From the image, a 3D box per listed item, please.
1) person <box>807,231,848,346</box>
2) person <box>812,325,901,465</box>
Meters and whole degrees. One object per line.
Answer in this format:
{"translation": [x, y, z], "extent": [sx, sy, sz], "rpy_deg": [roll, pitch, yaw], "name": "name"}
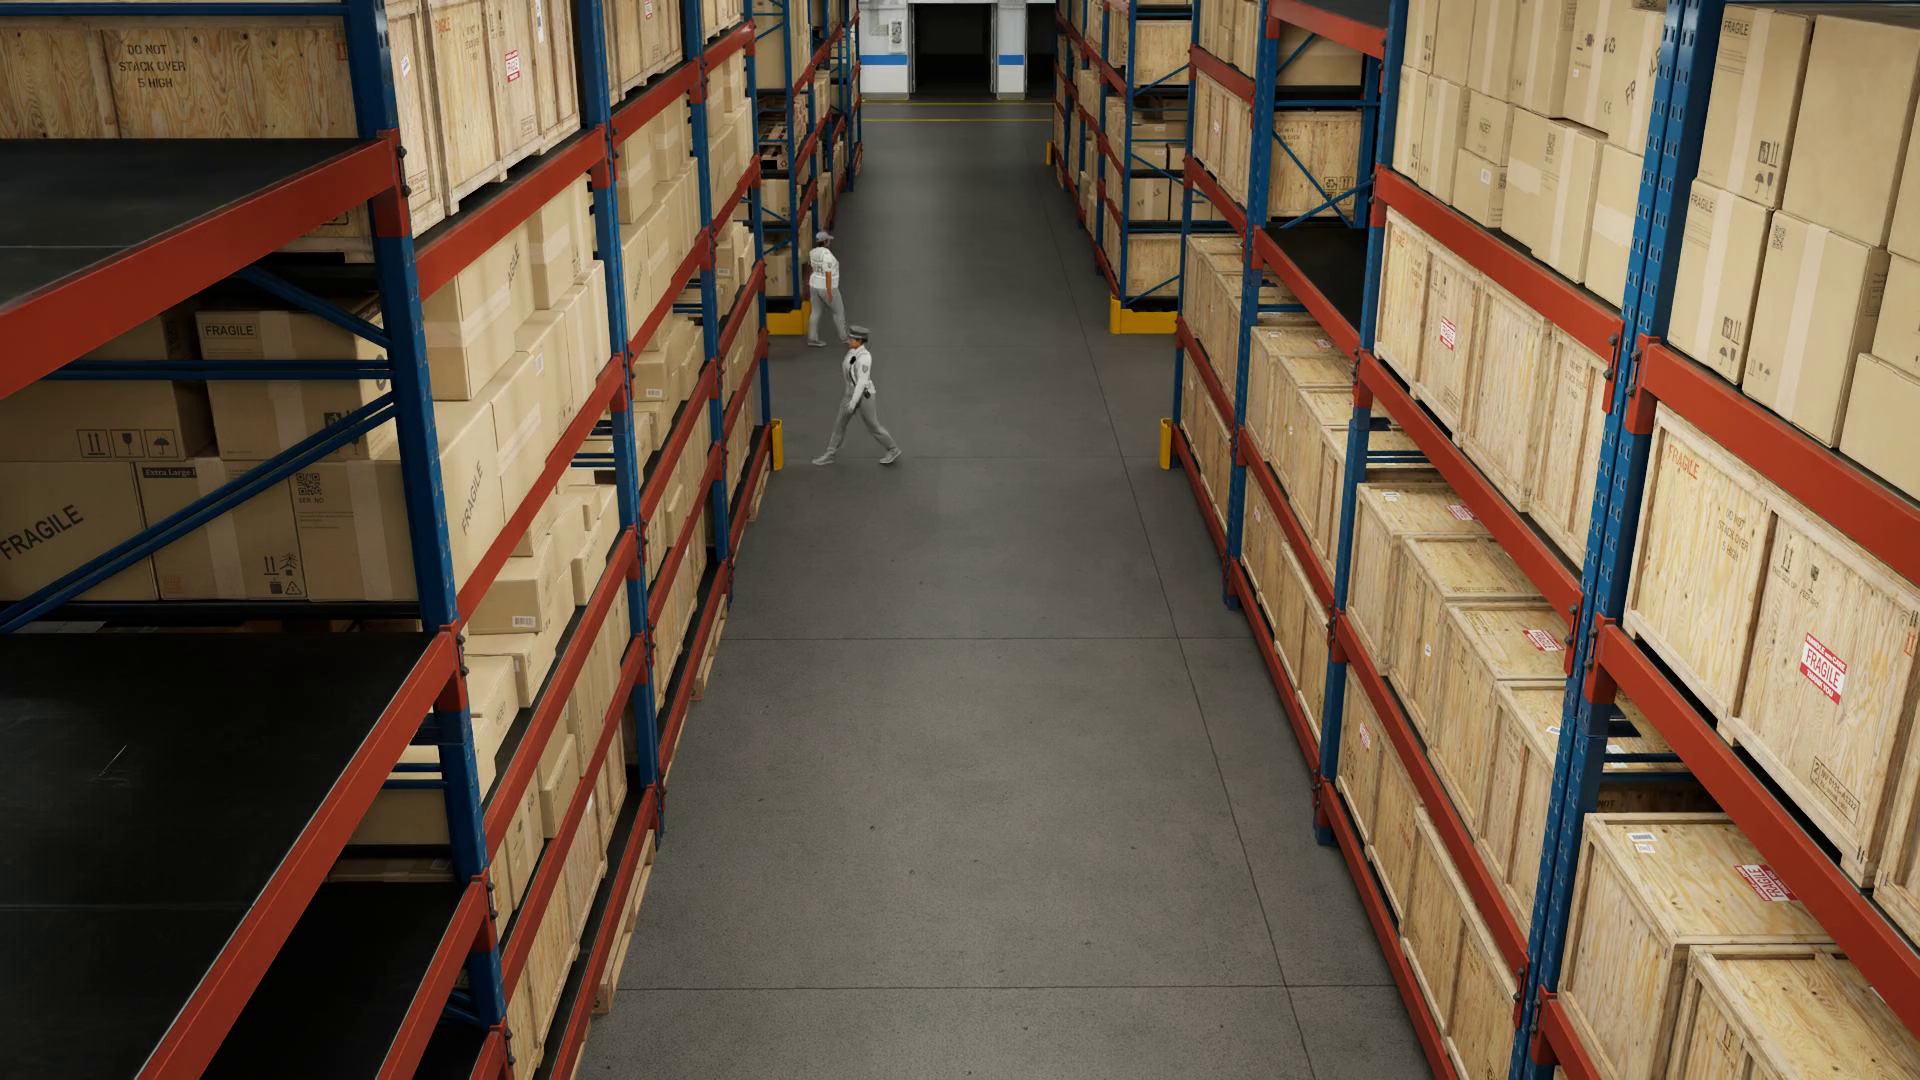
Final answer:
{"translation": [-1.869, -3.614, 23.812], "extent": [0.768, 1.657, 0.484], "rpy_deg": [-19, 28, -39], "name": "person"}
{"translation": [-1.180, -1.635, 18.815], "extent": [0.952, 1.631, 0.533], "rpy_deg": [-14, 26, -32], "name": "person"}
